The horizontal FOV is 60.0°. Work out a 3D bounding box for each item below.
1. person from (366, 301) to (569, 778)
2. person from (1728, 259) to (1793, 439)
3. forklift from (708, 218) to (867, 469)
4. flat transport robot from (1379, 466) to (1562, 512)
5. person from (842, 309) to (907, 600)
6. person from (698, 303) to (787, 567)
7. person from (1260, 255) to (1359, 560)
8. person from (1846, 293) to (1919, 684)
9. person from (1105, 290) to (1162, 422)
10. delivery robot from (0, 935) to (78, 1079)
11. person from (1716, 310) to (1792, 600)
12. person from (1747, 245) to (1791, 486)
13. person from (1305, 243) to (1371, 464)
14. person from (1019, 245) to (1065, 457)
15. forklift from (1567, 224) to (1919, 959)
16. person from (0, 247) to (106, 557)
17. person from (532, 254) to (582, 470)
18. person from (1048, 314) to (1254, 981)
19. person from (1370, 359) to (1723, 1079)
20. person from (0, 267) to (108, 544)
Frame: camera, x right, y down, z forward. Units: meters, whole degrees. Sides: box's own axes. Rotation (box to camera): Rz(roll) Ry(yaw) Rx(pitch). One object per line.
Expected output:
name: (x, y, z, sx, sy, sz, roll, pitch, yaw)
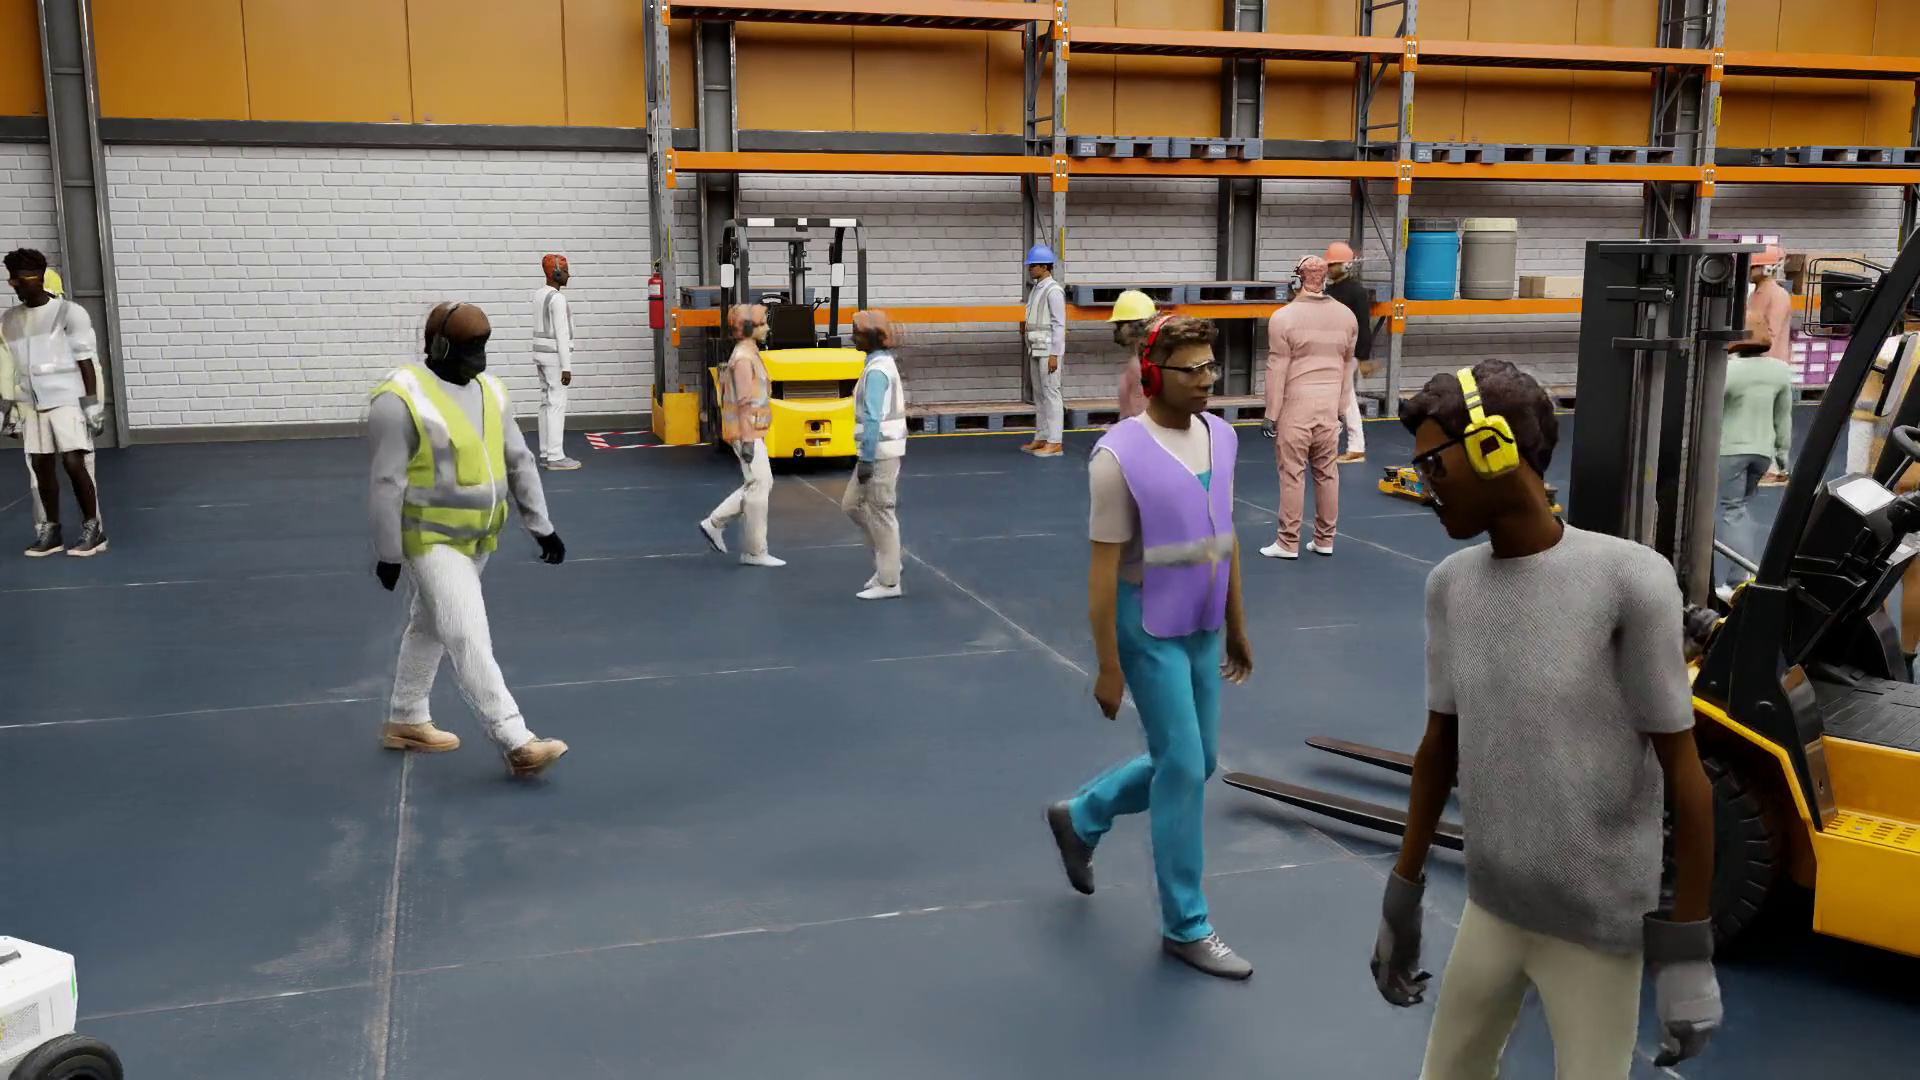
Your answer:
person: (-1.868, -0.002, 6.293, 0.976, 1.780, 0.645, 4, 11, 22)
person: (7.494, -1.792, 15.773, 0.634, 1.905, 0.940, -5, 11, -25)
forklift: (-1.522, -1.778, 14.899, 1.214, 2.155, 2.313, -3, 11, -17)
flat transport robot: (3.824, -0.388, 12.551, 0.652, 0.197, 1.431, -3, 11, -17)
person: (-0.483, -0.465, 9.243, 0.382, 1.621, 0.553, 0, 10, -2)
person: (-1.335, -0.637, 10.194, 0.453, 1.624, 0.531, -1, 10, -5)
person: (2.166, -0.826, 10.470, 0.641, 1.908, 0.407, -5, 11, -25)
person: (4.212, -0.286, 7.470, 0.564, 1.915, 0.511, 0, 10, 1)
person: (1.000, -0.418, 8.650, 0.514, 1.746, 0.537, 1, 10, 4)
delivery robot: (-2.259, 1.075, 3.500, 0.477, 0.478, 0.707, 5, 12, 26)
person: (4.324, -0.470, 9.284, 0.528, 1.614, 0.454, -2, 11, -12)
person: (6.357, -1.400, 13.482, 0.923, 1.959, 0.617, 0, 10, -1)
person: (3.294, -1.638, 14.773, 0.873, 1.961, 0.627, -2, 11, -12)
person: (0.769, -1.747, 15.403, 0.406, 1.945, 0.614, -3, 11, -18)
forklift: (2.909, 0.117, 4.508, 2.313, 2.155, 1.214, 9, 14, 40)
person: (-5.791, -0.870, 10.569, 0.659, 1.954, 0.433, 2, 10, 10)
person: (-3.536, -1.545, 14.510, 0.353, 1.879, 0.568, -7, 12, -34)
person: (0.552, 0.268, 4.709, 0.725, 1.822, 0.580, 8, 13, 39)
person: (0.954, 0.633, 2.709, 0.340, 1.832, 0.654, -7, 12, -32)
person: (-5.852, -0.840, 10.748, 0.594, 1.832, 0.403, -4, 11, -22)
